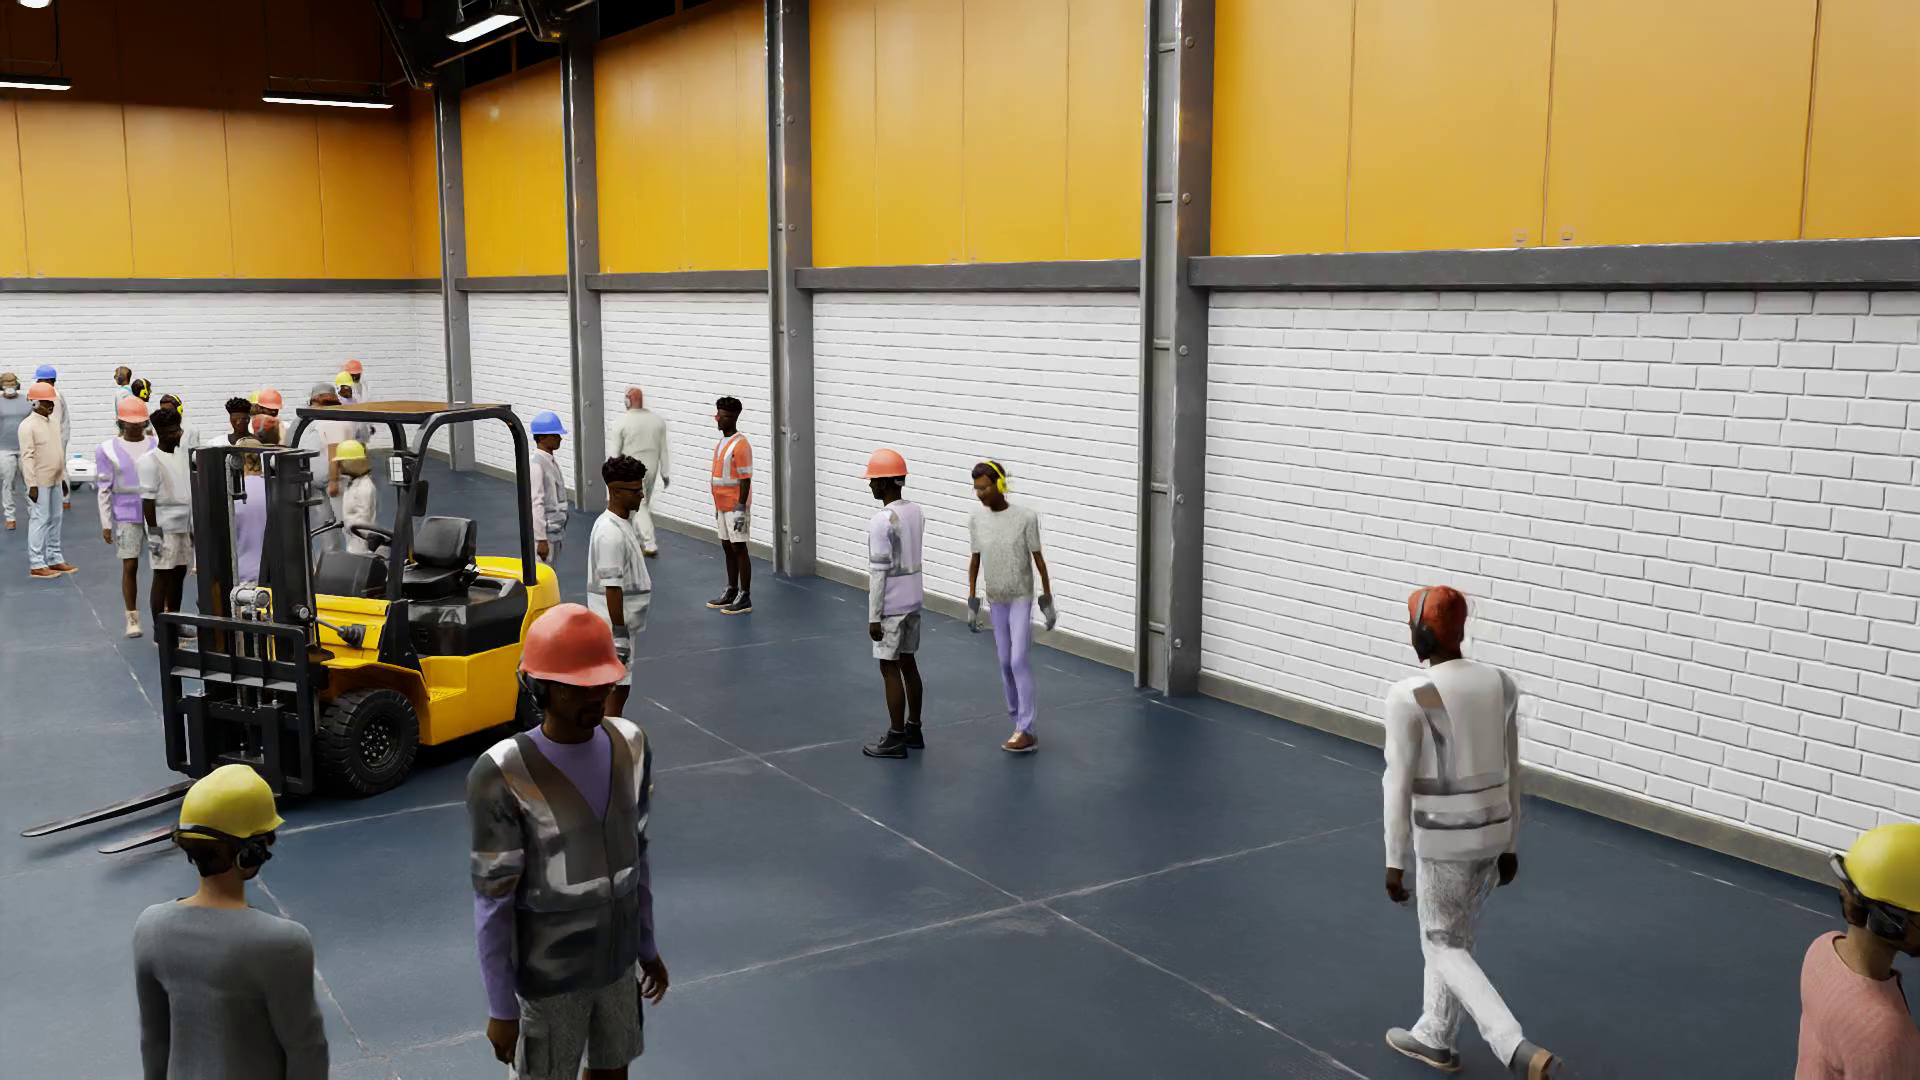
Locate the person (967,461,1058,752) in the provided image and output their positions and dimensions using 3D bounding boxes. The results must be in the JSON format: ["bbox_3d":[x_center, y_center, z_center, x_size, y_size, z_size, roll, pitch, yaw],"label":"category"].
[{"bbox_3d":[0.280,0.422,10.473,0.605,1.825,0.701,4,9,27],"label":"person"}]

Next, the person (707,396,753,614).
[{"bbox_3d":[-2.069,-0.322,15.023,0.365,1.966,0.608,-5,10,-29],"label":"person"}]

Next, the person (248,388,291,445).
[{"bbox_3d":[-7.006,-0.587,16.949,0.550,1.925,0.390,-6,10,-36],"label":"person"}]

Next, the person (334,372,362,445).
[{"bbox_3d":[-8.246,-1.340,22.337,0.403,1.830,0.600,2,9,15],"label":"person"}]

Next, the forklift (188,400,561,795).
[{"bbox_3d":[-3.529,0.258,10.348,1.214,2.155,2.313,4,9,25],"label":"forklift"}]

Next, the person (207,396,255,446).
[{"bbox_3d":[-6.411,-0.307,14.921,0.611,1.964,0.364,-4,9,-25],"label":"person"}]

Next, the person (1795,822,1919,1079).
[{"bbox_3d":[1.986,1.468,3.677,0.336,1.757,0.532,2,9,14],"label":"person"}]

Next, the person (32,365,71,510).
[{"bbox_3d":[-12.008,-1.347,22.042,0.409,1.942,0.609,-5,10,-30],"label":"person"}]

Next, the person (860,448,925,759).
[{"bbox_3d":[-0.430,0.394,10.350,0.385,1.930,0.541,5,10,28],"label":"person"}]

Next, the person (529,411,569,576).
[{"bbox_3d":[-3.293,-0.049,13.241,0.396,1.949,0.602,0,8,-2],"label":"person"}]

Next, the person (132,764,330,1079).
[{"bbox_3d":[-1.737,1.414,4.038,0.531,1.760,0.339,4,9,22],"label":"person"}]

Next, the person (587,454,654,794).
[{"bbox_3d":[-1.962,0.482,9.609,0.363,1.962,0.612,-2,9,-10],"label":"person"}]

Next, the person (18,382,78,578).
[{"bbox_3d":[-9.277,-0.607,16.900,0.398,1.986,0.607,0,8,0],"label":"person"}]

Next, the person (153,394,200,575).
[{"bbox_3d":[-7.986,-0.563,17.015,0.510,1.861,0.324,1,8,5],"label":"person"}]

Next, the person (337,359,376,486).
[{"bbox_3d":[-8.993,-1.738,24.734,0.504,1.916,0.569,4,9,23],"label":"person"}]

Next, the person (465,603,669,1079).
[{"bbox_3d":[-1.053,1.182,4.639,0.381,2.041,0.616,6,10,36],"label":"person"}]

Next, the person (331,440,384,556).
[{"bbox_3d":[-4.756,0.072,13.158,0.447,1.727,0.497,-6,10,-36],"label":"person"}]

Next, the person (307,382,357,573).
[{"bbox_3d":[-6.347,-0.630,16.852,0.542,2.000,0.722,-5,10,-30],"label":"person"}]

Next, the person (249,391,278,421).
[{"bbox_3d":[-8.254,-0.901,19.703,0.508,1.730,0.464,-7,11,-39],"label":"person"}]

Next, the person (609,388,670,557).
[{"bbox_3d":[-3.552,-0.751,18.335,0.652,1.846,1.010,-7,11,-39],"label":"person"}]

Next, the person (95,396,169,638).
[{"bbox_3d":[-6.868,-0.192,13.943,0.611,2.032,0.411,-6,10,-35],"label":"person"}]

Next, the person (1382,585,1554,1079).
[{"bbox_3d":[1.826,1.096,5.914,0.587,1.850,0.768,-4,9,-27],"label":"person"}]

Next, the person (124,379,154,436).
[{"bbox_3d":[-9.869,-1.014,20.073,0.527,1.857,0.332,4,9,26],"label":"person"}]

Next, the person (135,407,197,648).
[{"bbox_3d":[-6.450,-0.109,13.589,0.361,1.963,0.613,1,8,4],"label":"person"}]

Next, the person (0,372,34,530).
[{"bbox_3d":[-11.522,-1.084,20.292,0.636,1.931,0.377,-6,10,-34],"label":"person"}]
